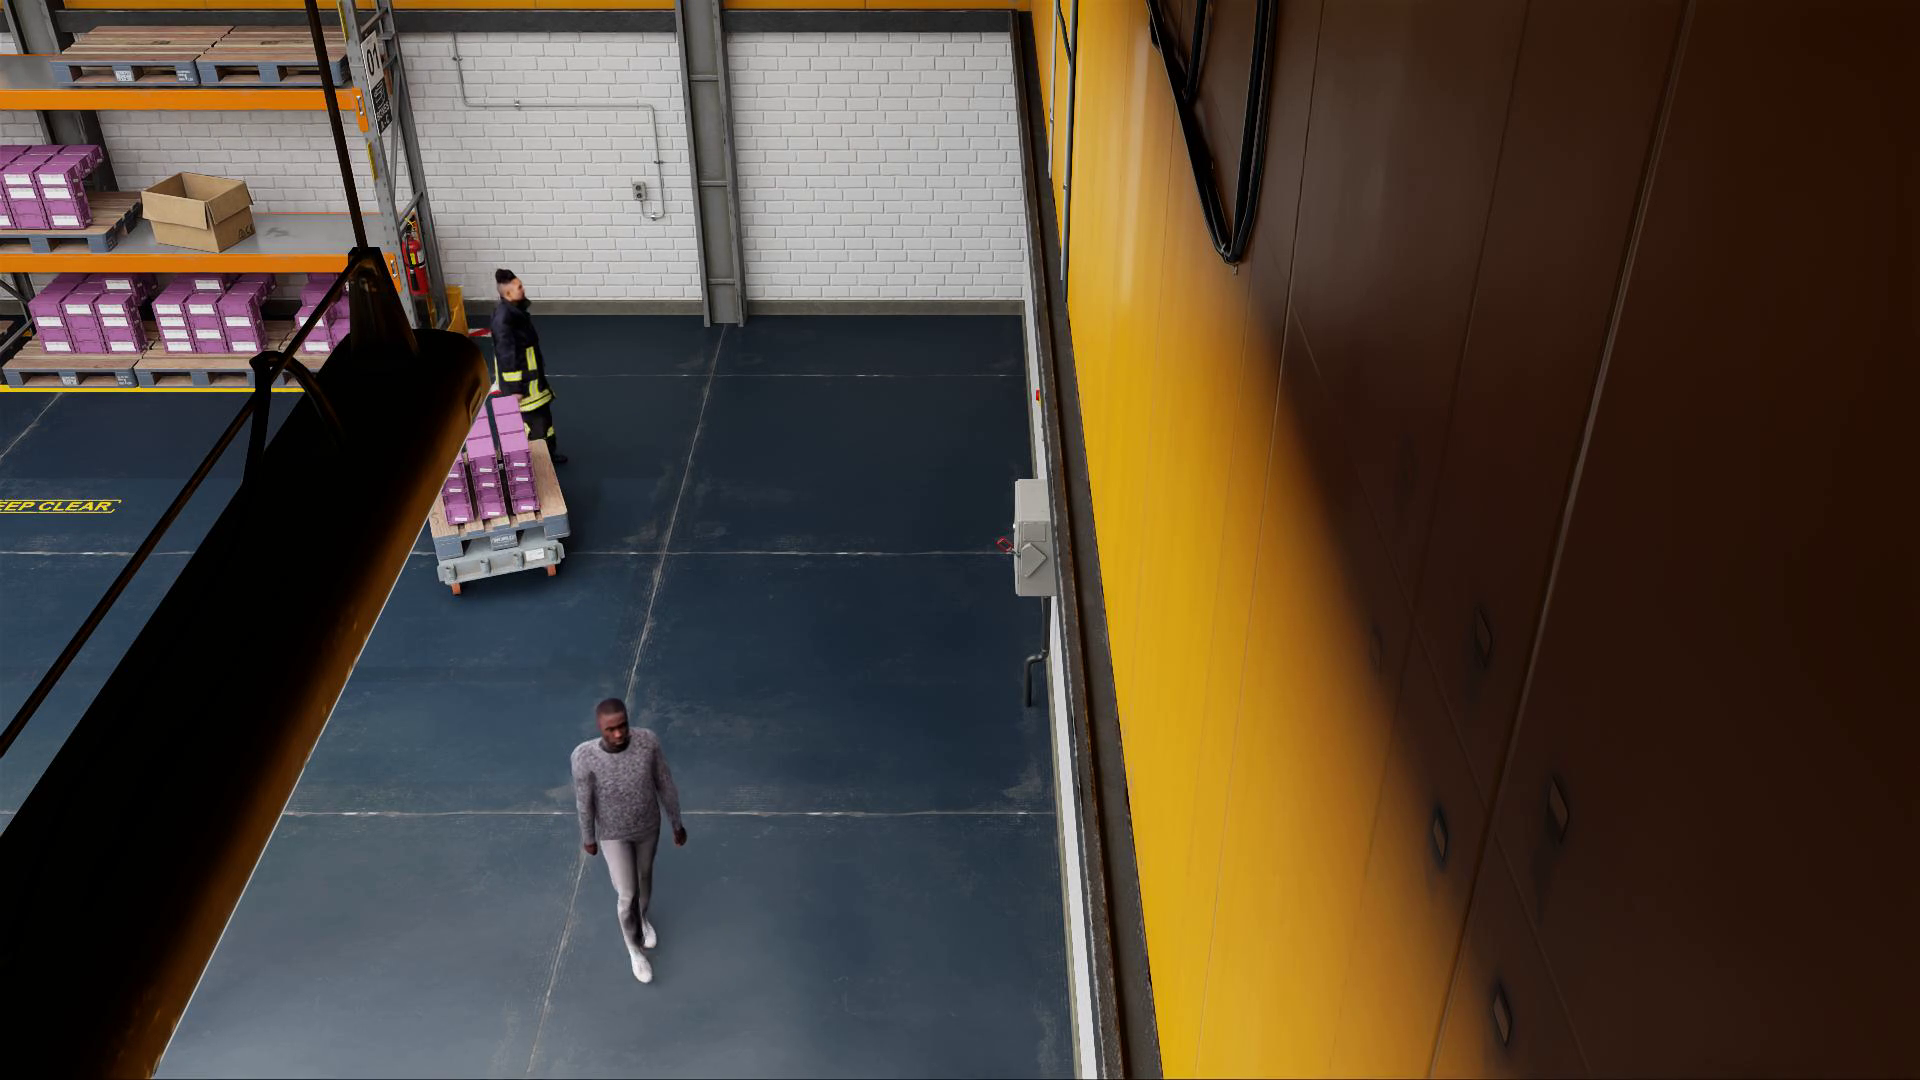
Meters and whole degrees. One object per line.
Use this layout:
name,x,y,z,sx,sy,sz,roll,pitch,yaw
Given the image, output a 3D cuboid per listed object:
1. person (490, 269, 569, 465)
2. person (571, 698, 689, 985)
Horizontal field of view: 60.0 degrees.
person,-3.683,-1.378,13.781,0.704,1.855,0.770,0,34,1
person,-1.891,1.567,9.383,0.898,1.819,0.951,-20,39,-28
